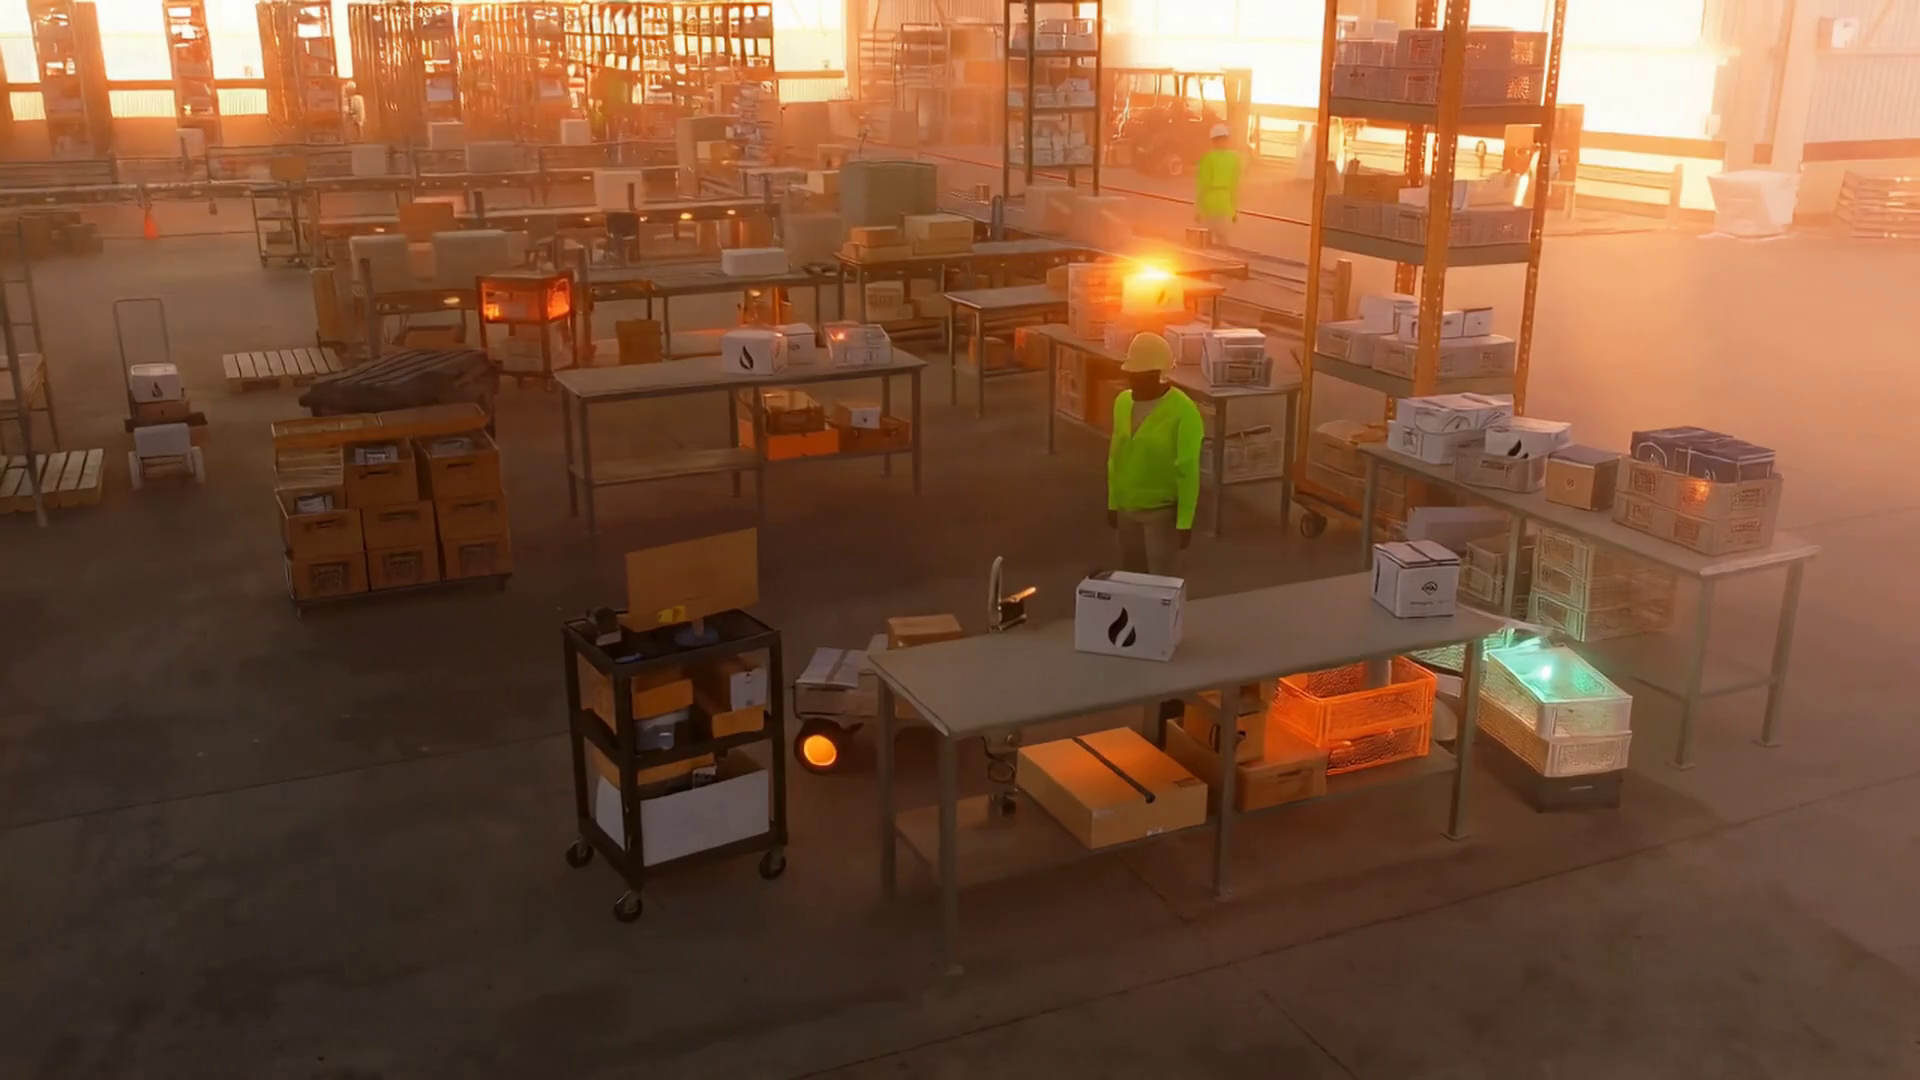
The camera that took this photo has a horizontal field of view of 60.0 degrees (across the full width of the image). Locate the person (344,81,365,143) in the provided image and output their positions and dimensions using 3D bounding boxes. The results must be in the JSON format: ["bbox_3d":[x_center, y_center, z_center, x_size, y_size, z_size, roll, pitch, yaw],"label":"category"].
[{"bbox_3d":[-14.086,-9.719,38.655,0.588,1.831,0.404,9,20,27],"label":"person"}]

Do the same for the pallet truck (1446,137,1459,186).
[{"bbox_3d":[9.184,-6.485,29.328,1.630,1.274,0.653,-8,19,-23],"label":"pallet truck"}]

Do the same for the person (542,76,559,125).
[{"bbox_3d":[-11.366,-12.181,46.458,0.950,1.792,0.594,-8,19,-24],"label":"person"}]

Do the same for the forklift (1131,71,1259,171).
[{"bbox_3d":[4.998,-8.936,35.413,2.680,1.987,1.157,-9,20,-25],"label":"forklift"}]

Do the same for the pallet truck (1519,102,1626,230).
[{"bbox_3d":[9.972,-6.037,26.785,1.885,1.965,0.823,-9,20,-25],"label":"pallet truck"}]

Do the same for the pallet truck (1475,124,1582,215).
[{"bbox_3d":[9.707,-6.455,28.103,1.885,1.965,0.823,-7,19,-20],"label":"pallet truck"}]

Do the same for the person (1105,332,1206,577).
[{"bbox_3d":[0.976,-0.181,8.625,0.403,1.821,0.598,-12,21,-34],"label":"person"}]

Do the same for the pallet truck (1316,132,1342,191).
[{"bbox_3d":[7.723,-7.504,32.656,1.601,1.201,0.680,-8,19,-23],"label":"pallet truck"}]

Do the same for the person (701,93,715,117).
[{"bbox_3d":[-5.193,-8.507,34.994,0.788,1.719,0.538,6,19,18],"label":"person"}]

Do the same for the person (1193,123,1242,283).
[{"bbox_3d":[3.276,-4.260,21.151,0.606,2.028,0.501,-5,18,-17],"label":"person"}]

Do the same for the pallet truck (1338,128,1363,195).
[{"bbox_3d":[7.845,-7.140,31.411,1.522,1.261,0.704,-9,20,-25],"label":"pallet truck"}]

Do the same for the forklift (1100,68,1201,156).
[{"bbox_3d":[4.082,-9.564,37.410,2.680,1.987,1.157,-8,19,-23],"label":"forklift"}]

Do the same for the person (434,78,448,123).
[{"bbox_3d":[-13.746,-11.636,44.469,0.904,1.961,0.653,-1,18,-3],"label":"person"}]
